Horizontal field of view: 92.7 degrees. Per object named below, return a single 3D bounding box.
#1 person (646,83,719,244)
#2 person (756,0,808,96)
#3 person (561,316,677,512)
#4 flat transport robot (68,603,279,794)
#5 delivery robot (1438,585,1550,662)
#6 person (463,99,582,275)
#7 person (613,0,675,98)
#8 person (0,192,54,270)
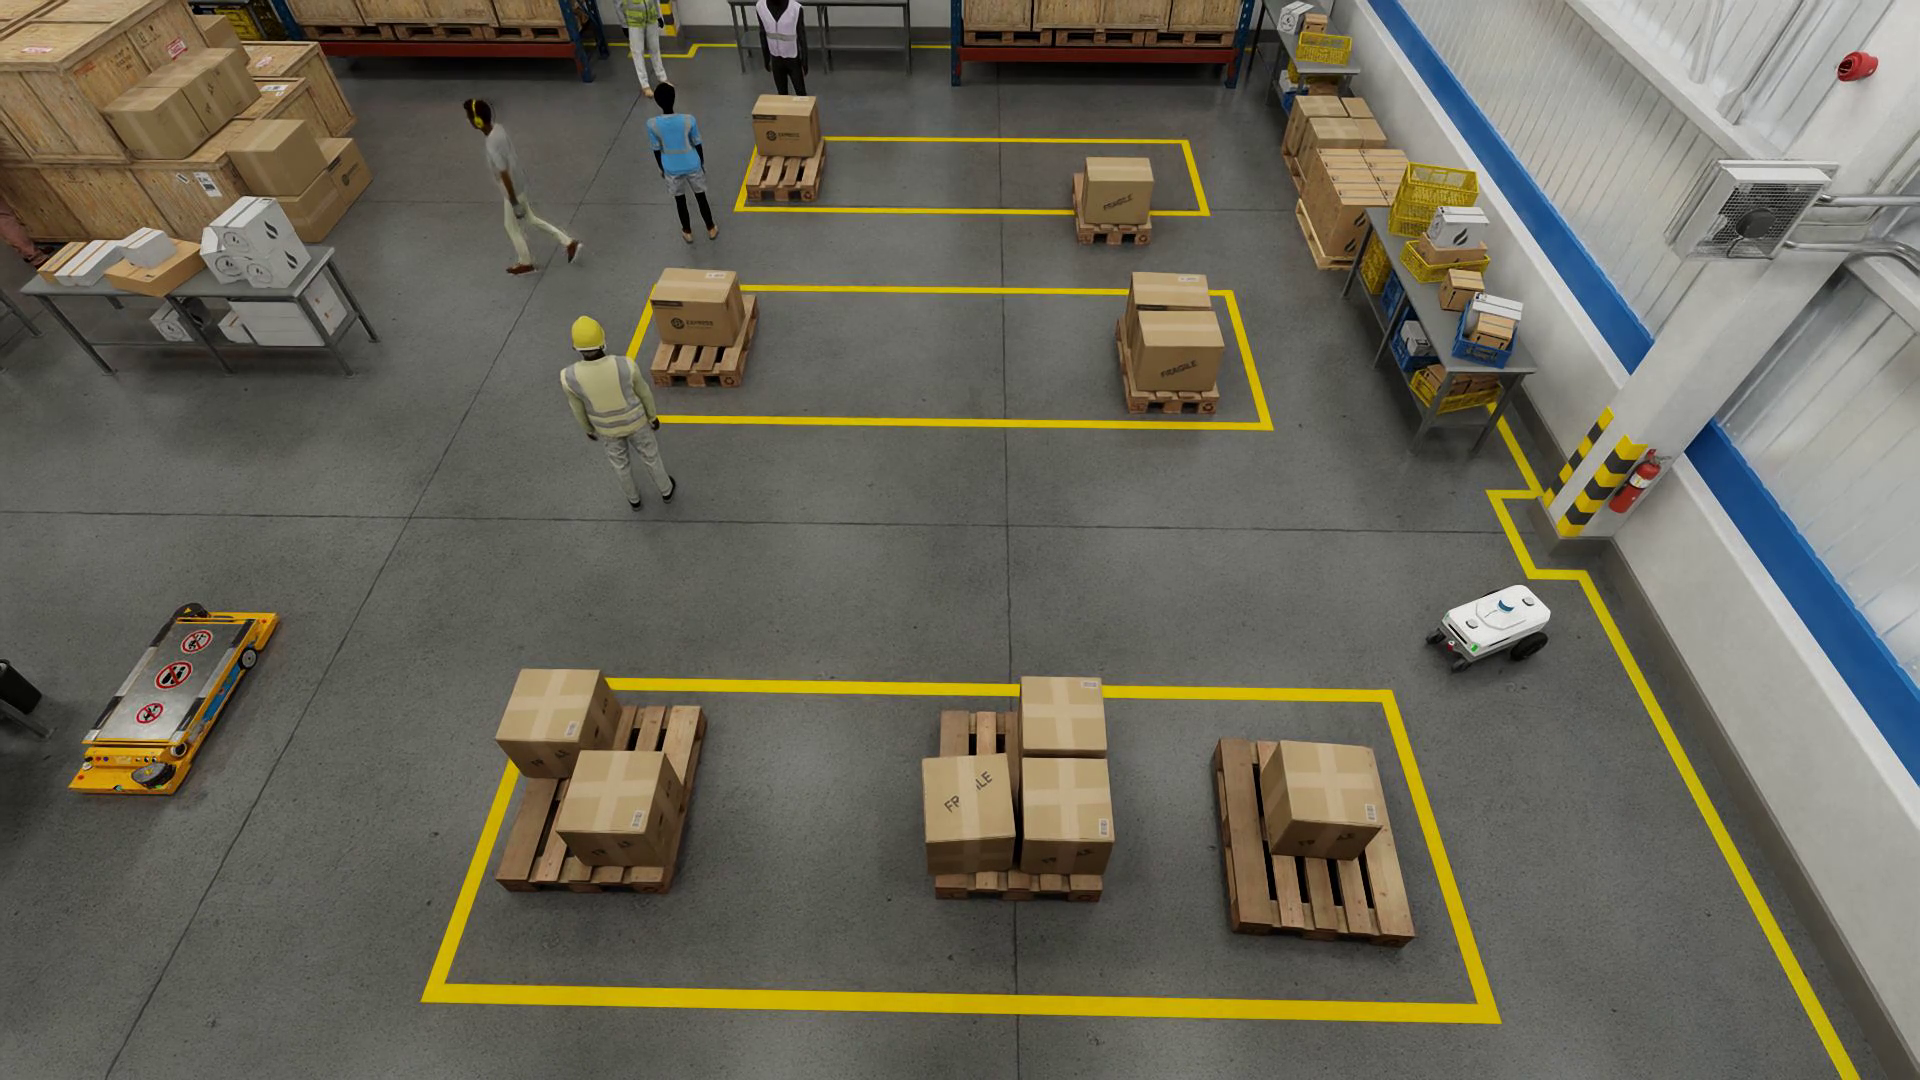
[{"bbox_3d":[-2.972,-3.990,9.796,0.536,1.696,0.322,-10,51,-9],"label":"person"},{"bbox_3d":[-2.157,-5.986,11.366,0.594,1.887,0.386,8,50,7],"label":"person"},{"bbox_3d":[-2.649,-0.951,7.136,0.586,1.835,0.403,-12,51,-10],"label":"person"},{"bbox_3d":[-5.504,1.072,6.442,0.652,0.197,1.431,1,50,1],"label":"flat transport robot"},{"bbox_3d":[3.850,0.586,6.609,0.707,0.478,0.477,-17,52,-14],"label":"delivery robot"},{"bbox_3d":[-4.513,-3.580,9.354,0.806,1.840,0.526,-6,50,-5],"label":"person"},{"bbox_3d":[-4.230,-6.907,12.171,0.429,1.845,0.621,37,59,27],"label":"person"},{"bbox_3d":[-10.117,-3.711,9.429,0.636,1.903,0.404,30,56,23],"label":"person"}]
